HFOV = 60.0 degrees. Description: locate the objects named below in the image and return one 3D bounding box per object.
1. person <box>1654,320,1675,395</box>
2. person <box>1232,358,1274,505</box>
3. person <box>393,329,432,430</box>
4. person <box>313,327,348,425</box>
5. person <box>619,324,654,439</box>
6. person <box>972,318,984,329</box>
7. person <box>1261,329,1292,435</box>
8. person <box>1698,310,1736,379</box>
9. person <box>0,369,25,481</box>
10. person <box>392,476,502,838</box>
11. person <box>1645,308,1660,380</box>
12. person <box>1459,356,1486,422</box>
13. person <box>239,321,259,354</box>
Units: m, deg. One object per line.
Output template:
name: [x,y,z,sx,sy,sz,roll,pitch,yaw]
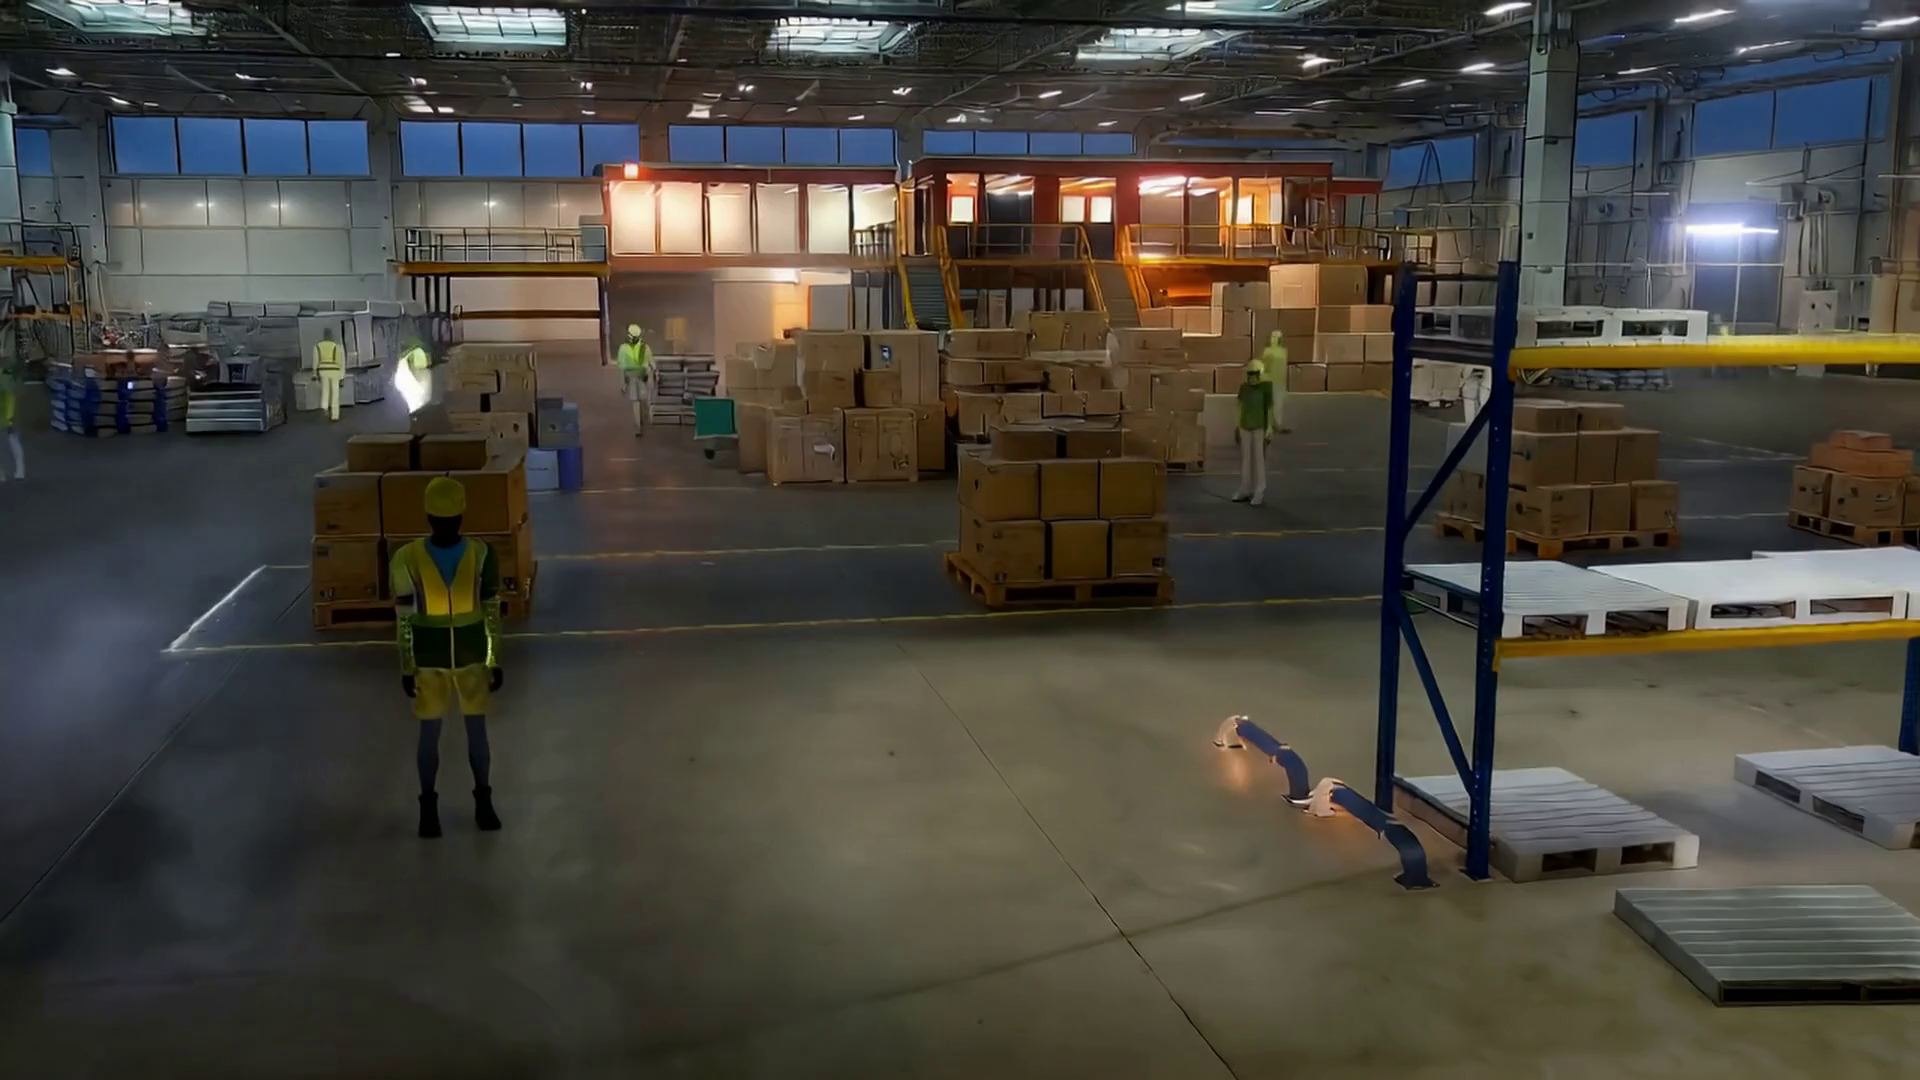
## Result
person: [16.596,-4.400,39.138,0.379,1.994,0.611,4,10,23]
person: [3.724,-1.379,21.121,0.532,1.865,0.306,6,11,34]
person: [-9.267,-2.592,27.975,0.827,2.000,0.700,-9,13,-42]
person: [-12.028,-3.139,31.828,0.615,1.866,0.467,0,9,-3]
person: [-5.704,-2.806,29.341,0.612,2.025,0.709,-3,10,-16]
person: [0.418,-3.862,36.179,0.906,1.890,0.598,7,11,35]
person: [5.635,-2.883,30.166,0.941,1.908,0.630,9,13,43]
person: [20.524,-5.296,44.929,0.552,1.899,0.973,-9,13,-44]
person: [-13.538,-1.778,23.440,0.617,1.891,0.798,0,9,-1]
person: [-2.679,0.618,8.770,0.542,1.928,0.399,-4,10,-22]
person: [18.463,-5.228,44.374,0.468,1.927,0.626,3,10,16]
person: [9.450,-2.950,30.757,0.429,1.846,0.626,9,13,42]
person: [-16.652,-4.251,38.939,0.551,1.752,0.376,4,10,26]
